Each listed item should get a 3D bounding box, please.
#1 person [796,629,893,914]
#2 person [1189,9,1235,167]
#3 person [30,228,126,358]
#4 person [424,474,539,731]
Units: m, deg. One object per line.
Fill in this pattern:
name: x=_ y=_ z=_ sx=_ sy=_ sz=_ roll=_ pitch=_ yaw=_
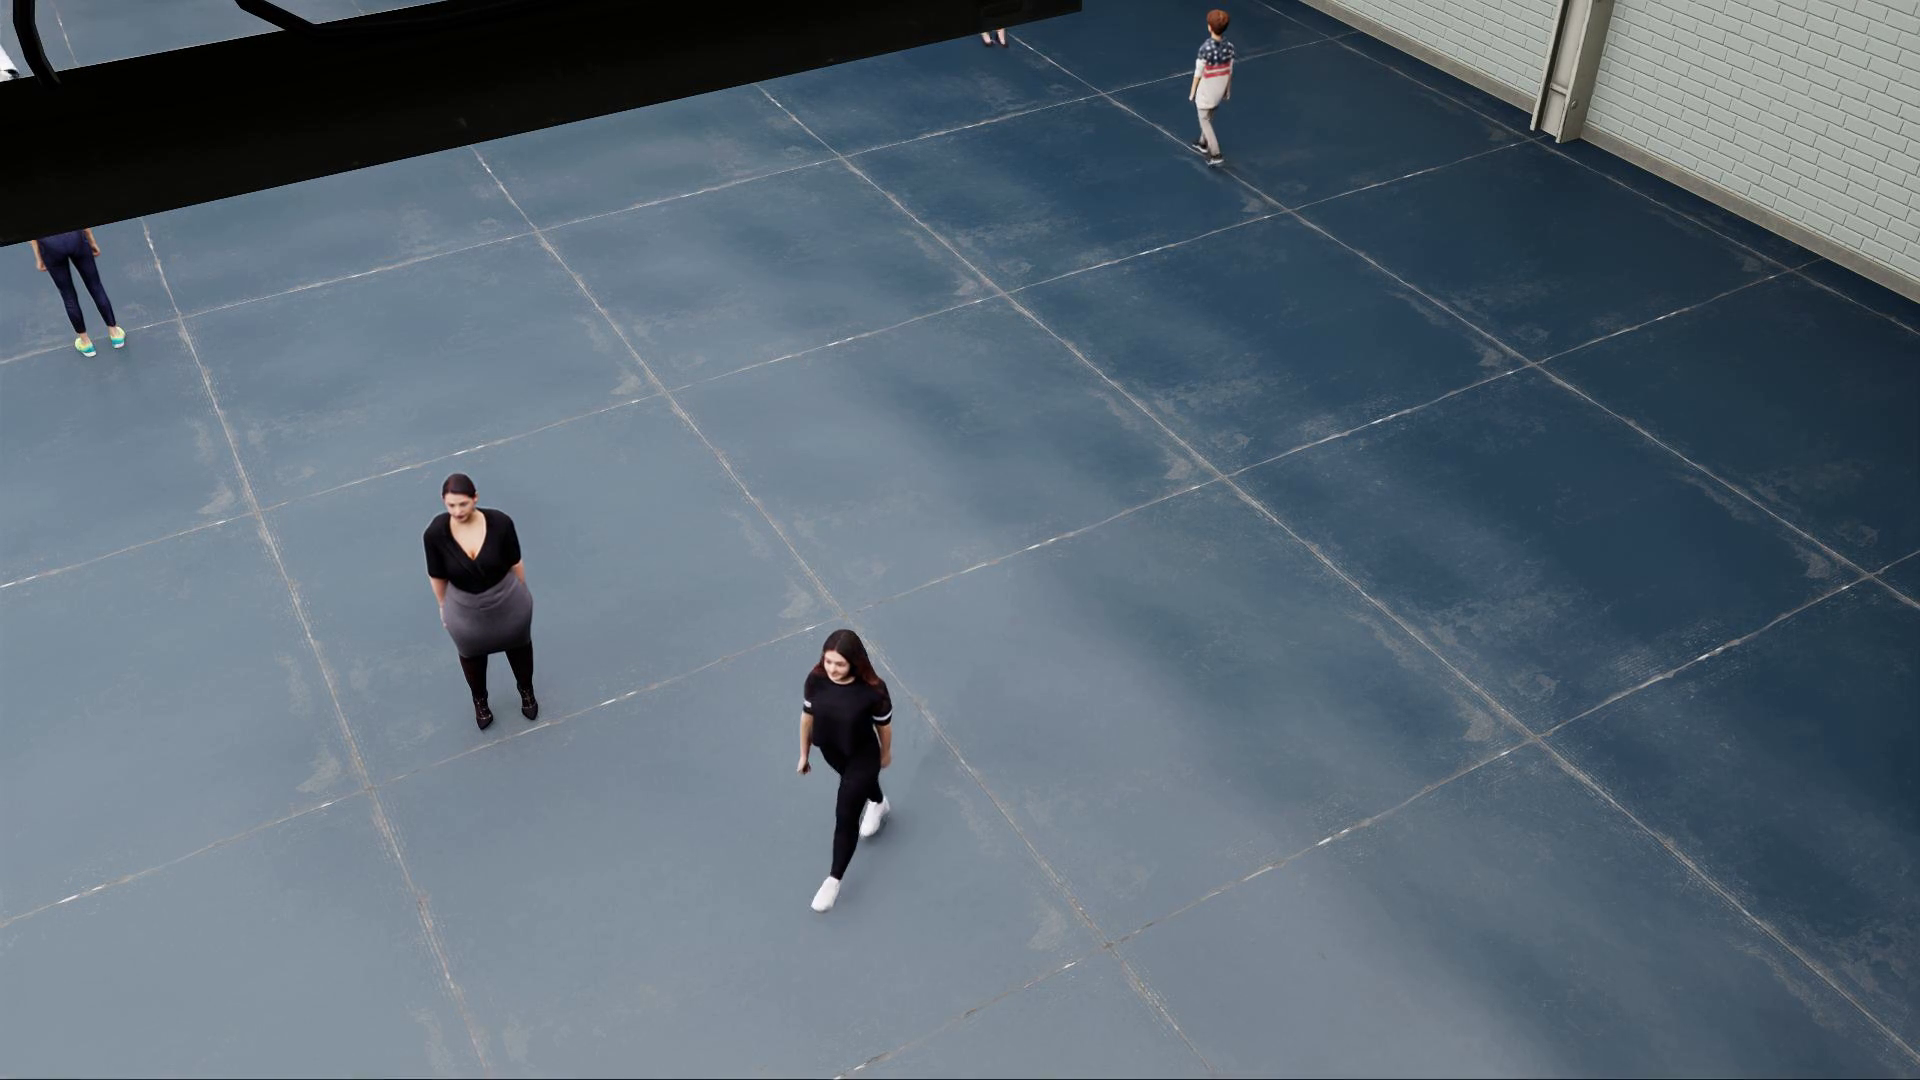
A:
person: x=-0.543 y=1.039 z=8.568 sx=1.123 sy=1.586 sz=1.105 roll=14 pitch=40 yaw=17
person: x=2.341 y=-4.143 z=15.326 sx=0.550 sy=1.421 sz=0.878 roll=-17 pitch=41 yaw=-21
person: x=-6.785 y=-2.200 z=12.614 sx=0.618 sy=1.702 sz=0.546 roll=-23 pitch=44 yaw=-27
person: x=-2.661 y=0.342 z=9.319 sx=0.728 sy=1.758 sz=0.697 roll=-10 pitch=39 yaw=-13
